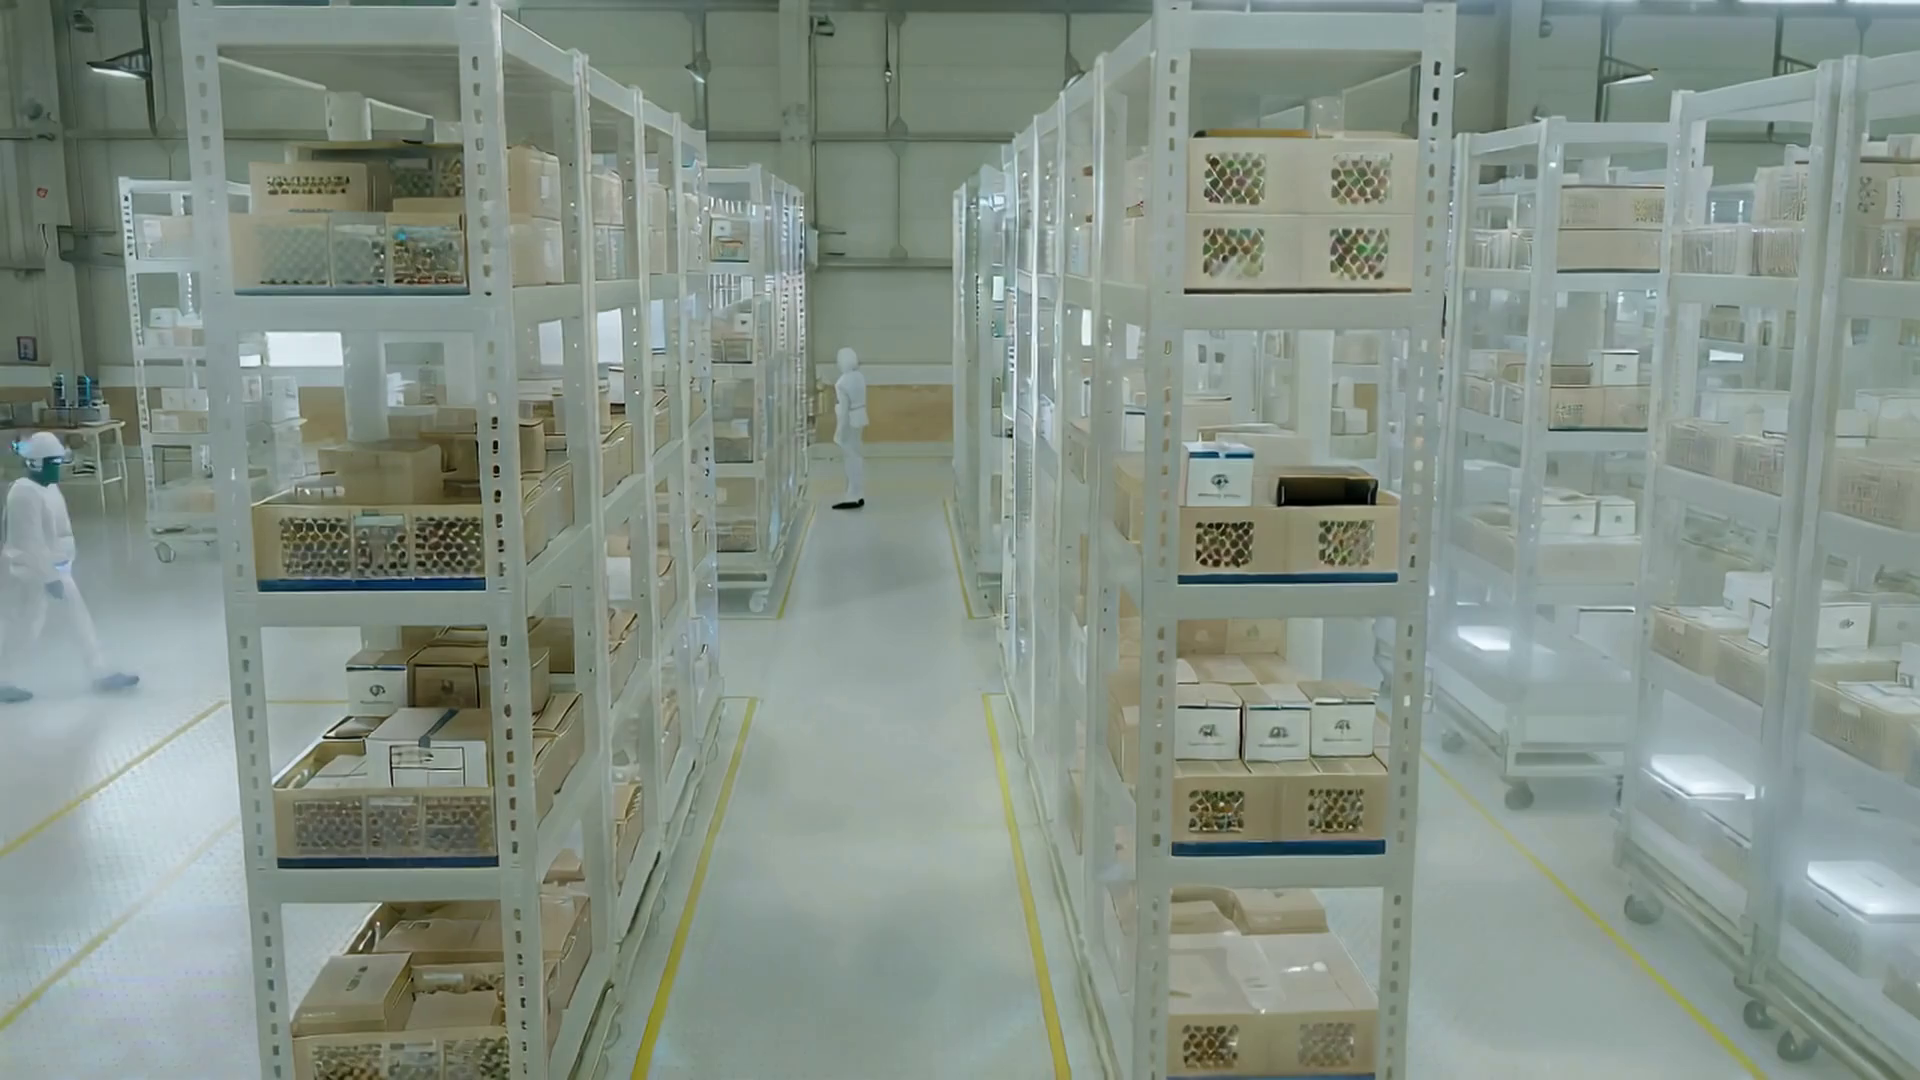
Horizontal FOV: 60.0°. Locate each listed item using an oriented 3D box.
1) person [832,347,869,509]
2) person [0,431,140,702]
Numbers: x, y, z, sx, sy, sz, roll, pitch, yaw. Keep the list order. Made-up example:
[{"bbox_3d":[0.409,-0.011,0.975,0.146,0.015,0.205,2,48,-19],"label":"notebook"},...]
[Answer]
[{"bbox_3d":[-1.246,-1.275,18.991,0.388,1.848,0.564,4,11,22],"label":"person"},{"bbox_3d":[-5.985,0.185,10.878,0.921,1.787,0.597,-1,10,-6],"label":"person"}]
